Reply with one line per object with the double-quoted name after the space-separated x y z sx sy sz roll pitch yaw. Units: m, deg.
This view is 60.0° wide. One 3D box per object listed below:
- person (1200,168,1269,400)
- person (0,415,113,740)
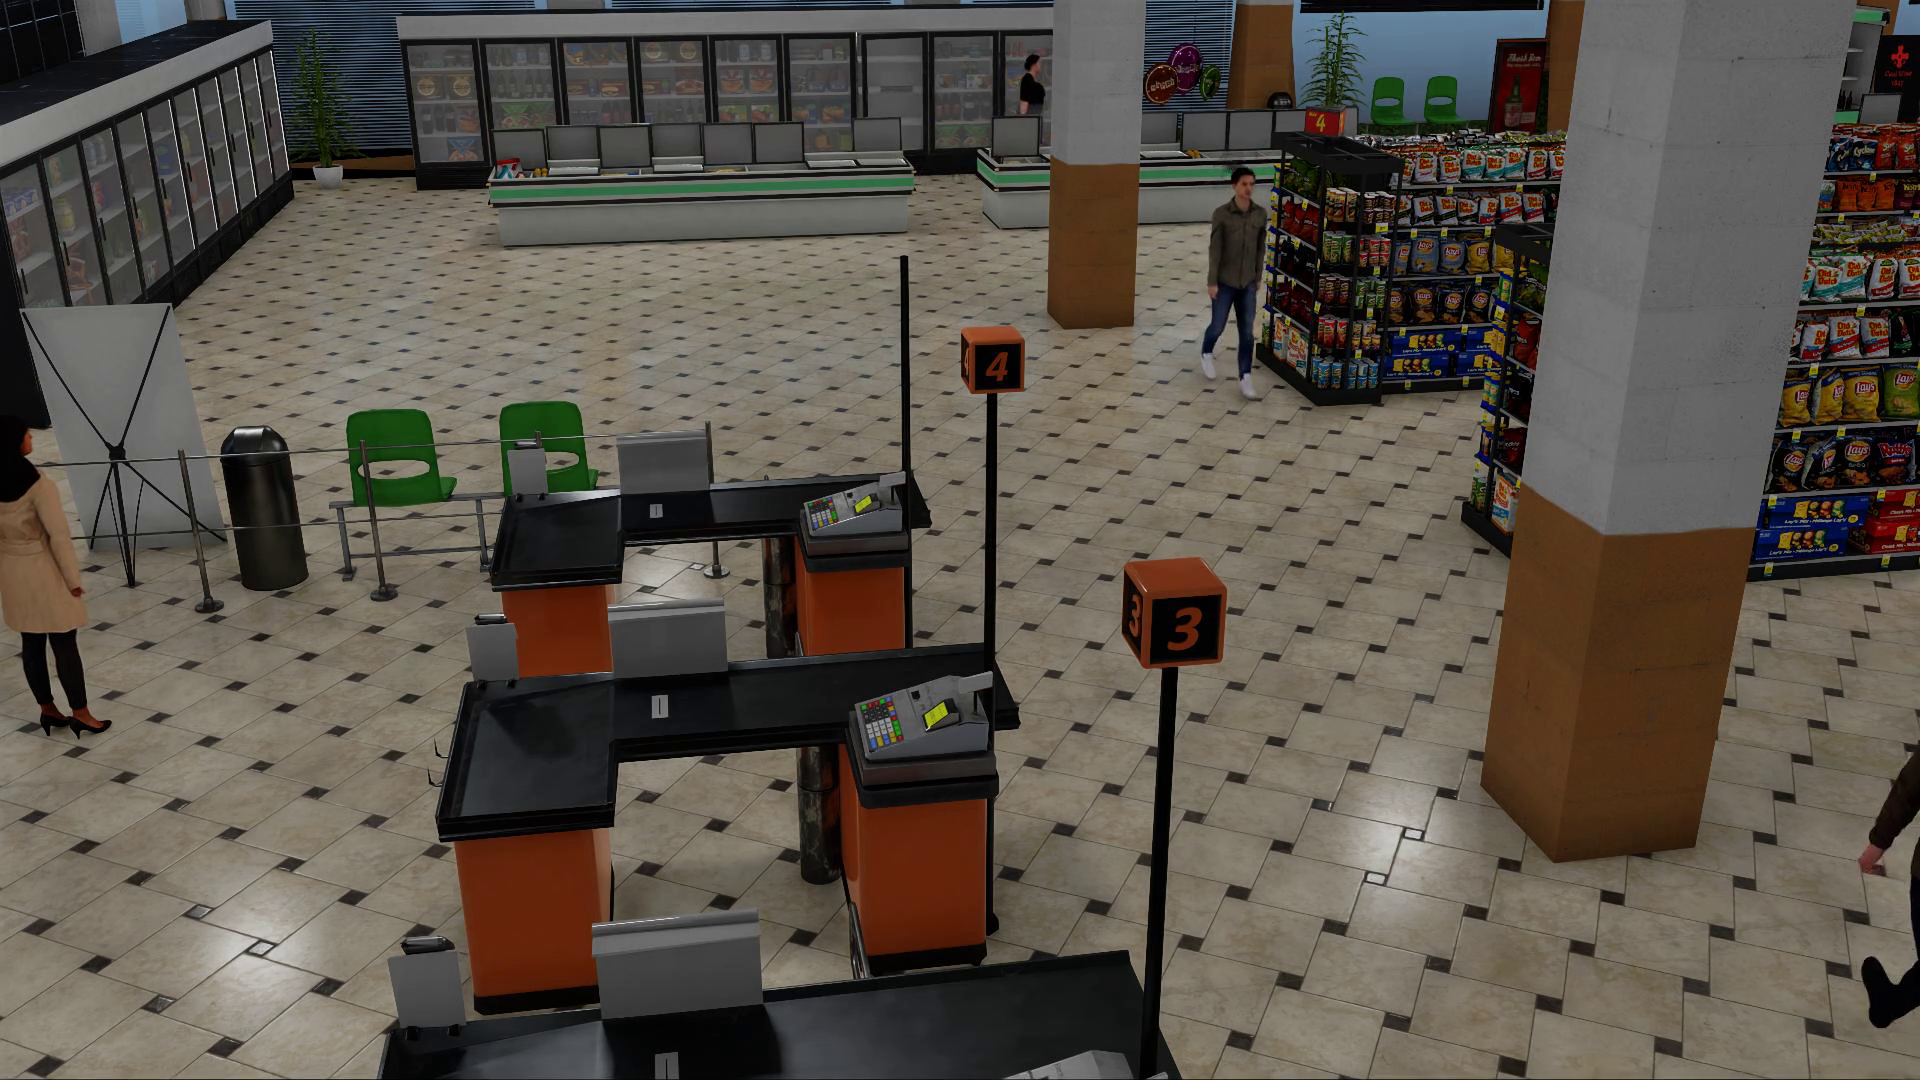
2.241 -2.169 13.862 1.116 1.842 0.815 -5 23 -13 "person"
-4.545 0.194 8.197 0.641 1.681 0.770 7 23 17 "person"
